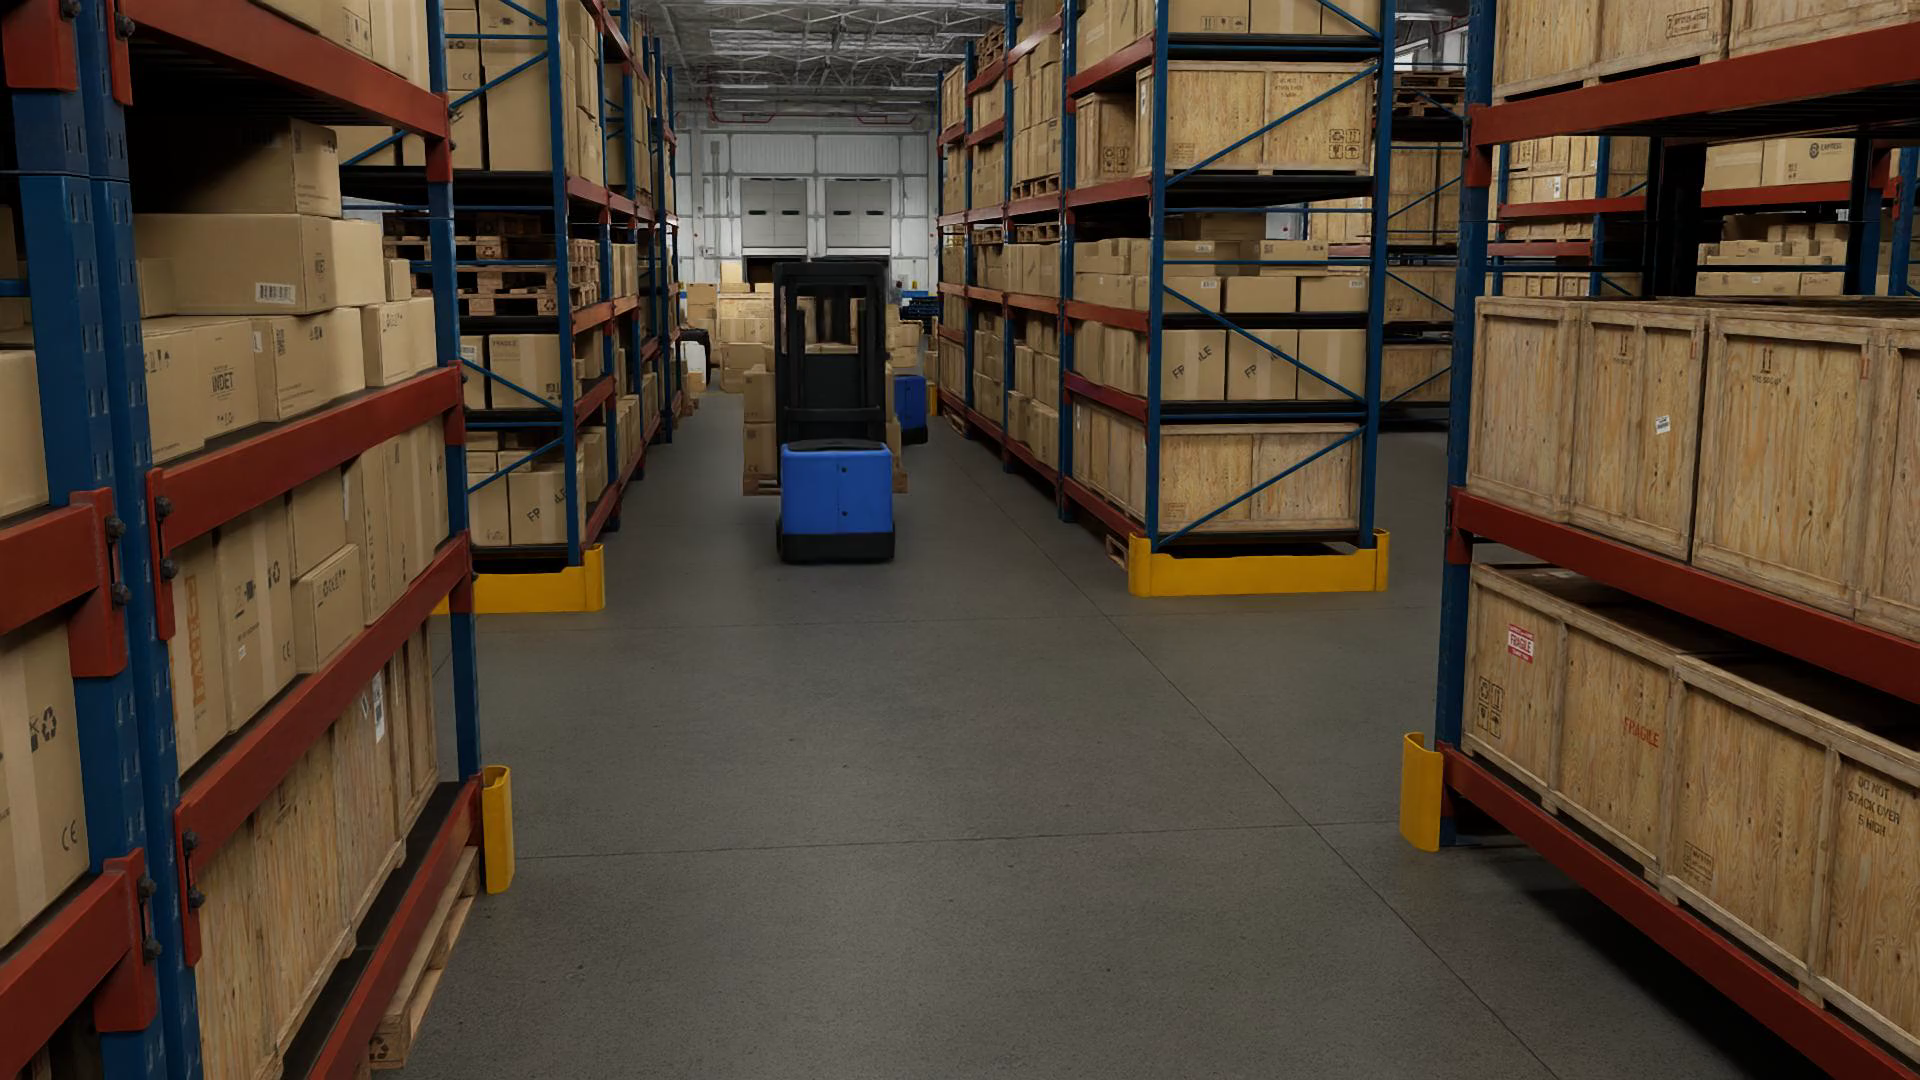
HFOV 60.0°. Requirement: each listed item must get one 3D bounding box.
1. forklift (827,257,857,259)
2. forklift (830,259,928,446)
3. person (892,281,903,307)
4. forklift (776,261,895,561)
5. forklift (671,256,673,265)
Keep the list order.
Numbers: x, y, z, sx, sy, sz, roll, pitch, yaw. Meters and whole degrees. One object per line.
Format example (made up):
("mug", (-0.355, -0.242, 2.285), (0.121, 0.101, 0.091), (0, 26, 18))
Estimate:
("forklift", (-3.452, -6.789, 48.092), (1.129, 2.768, 1.873), (2, 10, 13))
("forklift", (-1.489, -2.827, 25.025), (1.873, 2.768, 1.129), (9, 13, 41))
("person", (-2.278, -8.766, 62.441), (0.743, 1.909, 0.650), (-9, 13, -43))
("forklift", (-1.238, -1.301, 16.139), (1.129, 2.768, 1.873), (-1, 10, -7))
("forklift", (-10.985, -9.066, 61.343), (1.129, 2.768, 1.873), (-1, 10, -7))
